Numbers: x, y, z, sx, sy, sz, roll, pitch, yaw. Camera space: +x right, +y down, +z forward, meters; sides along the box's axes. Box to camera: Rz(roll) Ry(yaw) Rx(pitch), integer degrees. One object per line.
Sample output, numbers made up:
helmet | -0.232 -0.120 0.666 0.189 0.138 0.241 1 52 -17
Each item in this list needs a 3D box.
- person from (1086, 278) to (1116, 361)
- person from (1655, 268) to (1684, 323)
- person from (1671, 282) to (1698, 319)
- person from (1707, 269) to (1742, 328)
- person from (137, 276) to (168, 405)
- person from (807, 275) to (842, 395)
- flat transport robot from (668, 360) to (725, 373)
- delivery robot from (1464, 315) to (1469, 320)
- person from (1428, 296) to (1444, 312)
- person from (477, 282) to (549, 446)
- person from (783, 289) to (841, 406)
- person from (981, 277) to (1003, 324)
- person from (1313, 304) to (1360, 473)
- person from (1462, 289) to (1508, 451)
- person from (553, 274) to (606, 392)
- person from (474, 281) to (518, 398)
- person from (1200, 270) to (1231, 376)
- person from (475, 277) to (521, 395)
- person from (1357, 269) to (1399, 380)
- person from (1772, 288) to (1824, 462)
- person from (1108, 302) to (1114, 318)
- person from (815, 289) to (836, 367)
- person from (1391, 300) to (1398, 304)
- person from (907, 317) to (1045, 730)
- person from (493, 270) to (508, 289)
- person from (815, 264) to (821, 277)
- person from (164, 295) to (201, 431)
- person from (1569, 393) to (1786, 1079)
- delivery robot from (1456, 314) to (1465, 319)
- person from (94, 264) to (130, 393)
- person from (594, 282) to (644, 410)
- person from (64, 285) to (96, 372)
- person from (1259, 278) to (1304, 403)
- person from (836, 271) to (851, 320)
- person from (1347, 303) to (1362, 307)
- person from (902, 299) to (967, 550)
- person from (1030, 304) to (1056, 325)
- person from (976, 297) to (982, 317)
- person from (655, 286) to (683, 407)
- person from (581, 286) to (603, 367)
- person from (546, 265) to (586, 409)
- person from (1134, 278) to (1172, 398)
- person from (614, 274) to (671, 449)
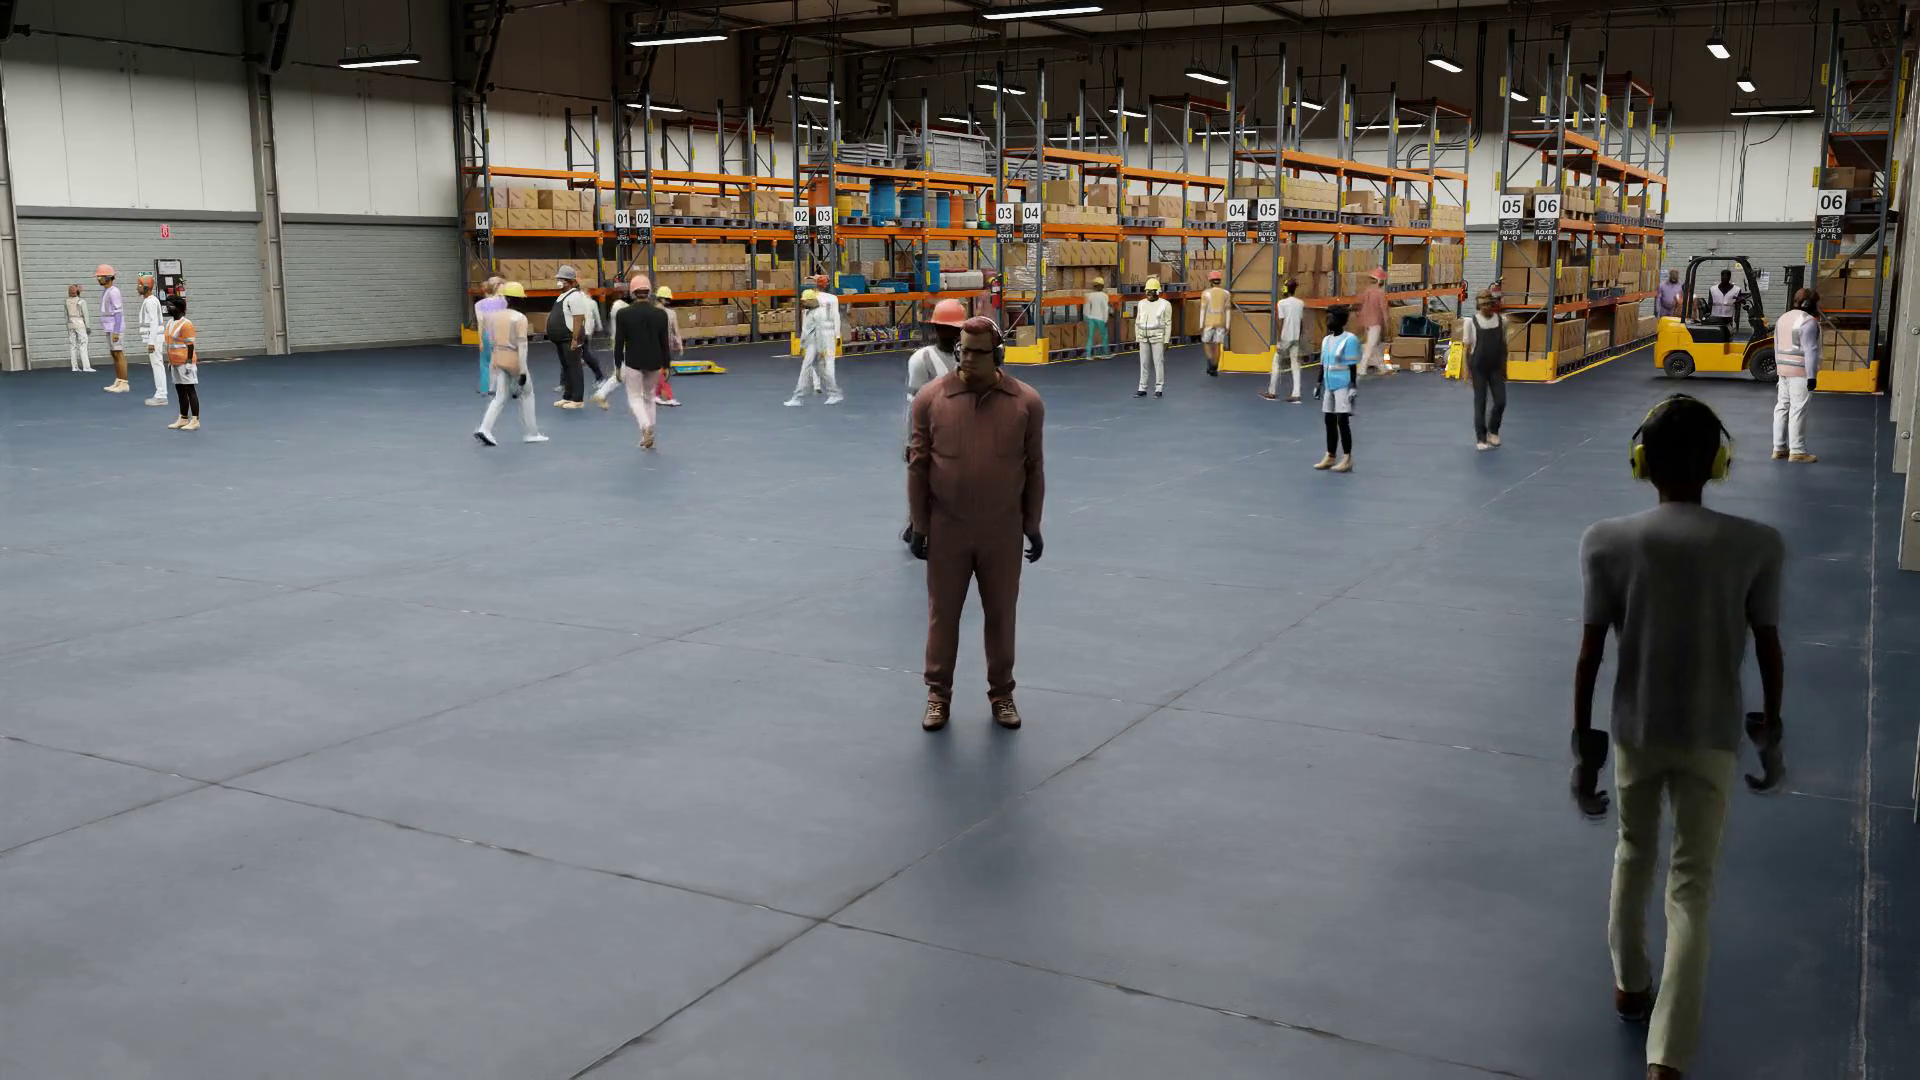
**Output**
person | 2.898 -4.577 34.580 0.541 1.722 0.894 7 12 34
person | 16.393 -5.308 38.341 0.663 1.890 0.582 6 11 30
person | 15.746 -4.809 36.176 0.534 1.626 0.364 7 12 34
person | 14.982 -4.348 32.662 0.595 1.915 0.371 5 11 28
person | -11.825 -2.912 24.350 0.362 1.882 0.576 -4 11 -23
person | -2.125 -3.204 26.062 0.573 1.883 0.356 4 10 22
flat transport robot | -5.129 -3.182 30.640 1.431 0.197 0.652 -6 12 -33
delivery robot | 13.883 -5.917 45.551 0.707 0.478 0.477 -2 10 -11
person | 13.538 -6.937 47.621 1.059 1.980 0.622 3 10 15
person | -5.221 -2.033 19.195 0.597 1.893 0.926 6 11 32
person | -2.149 -2.814 24.328 0.909 1.697 0.502 -4 11 -23
person | 0.676 -4.861 36.222 0.524 1.726 0.889 3 10 15
person | 3.824 -1.539 16.872 0.364 1.688 0.563 -4 11 -23
person | 5.864 -1.895 18.618 0.559 1.812 0.516 0 10 -1
person | -6.165 -3.381 26.911 0.617 1.951 1.001 6 11 30
person | -7.098 -3.049 25.465 0.845 1.804 0.616 8 12 37
person | 4.612 -3.913 30.108 0.560 1.919 0.439 -1 10 -4
person | -7.187 -3.186 26.035 0.986 1.858 0.645 1 10 6
person | 7.411 -3.789 29.298 0.971 1.942 0.638 -3 10 -15
person | 8.922 -1.751 17.694 0.429 1.837 0.621 -1 10 -6
person | 4.066 -6.643 46.218 0.552 1.891 0.988 5 11 27
person | -2.633 -4.188 32.577 0.586 1.610 0.531 -1 10 -4
person | 12.742 -7.066 48.581 0.717 1.919 0.549 7 12 34
person | 0.076 -0.069 7.652 0.636 1.903 0.404 -1 10 -3
person | -10.083 -4.987 36.560 0.662 1.874 0.862 -9 13 -43
person | -4.024 -6.928 47.638 0.602 1.959 0.379 9 13 42
person | -9.747 -2.215 20.811 0.530 1.697 0.321 8 12 38
person | 1.879 0.532 4.376 0.532 1.827 0.971 5 11 28
delivery robot | 13.878 -6.014 46.121 0.477 0.478 0.707 -3 10 -20
person | -13.530 -3.363 26.522 0.395 2.044 0.609 -7 12 -36
person | -4.673 -2.660 23.073 0.795 1.817 0.636 2 10 11
person | -16.561 -3.967 31.234 0.513 1.642 0.311 3 10 16
person | 4.837 -2.981 24.864 0.561 1.837 0.873 -5 11 -27
person | -2.917 -5.555 40.019 0.597 1.817 0.495 4 10 22
person | 10.697 -6.295 44.144 0.681 1.877 0.791 7 12 36
person | -0.153 -0.770 11.826 0.553 1.891 1.000 -8 12 -39
person | 1.884 -5.224 37.753 0.628 1.933 0.356 0 10 -3
person | 0.719 -7.219 50.426 0.512 1.589 0.841 3 10 15
person | -4.271 -2.810 24.176 0.748 1.729 0.546 7 12 36
person | -7.323 -4.195 32.734 0.504 1.587 0.872 4 10 22
person | -5.650 -2.904 23.844 0.538 2.000 0.687 -6 11 -30
person | 2.940 -3.084 25.502 0.586 1.835 0.403 6 11 32
person | -3.519 -1.964 18.537 0.628 1.973 0.720 -4 11 -25
